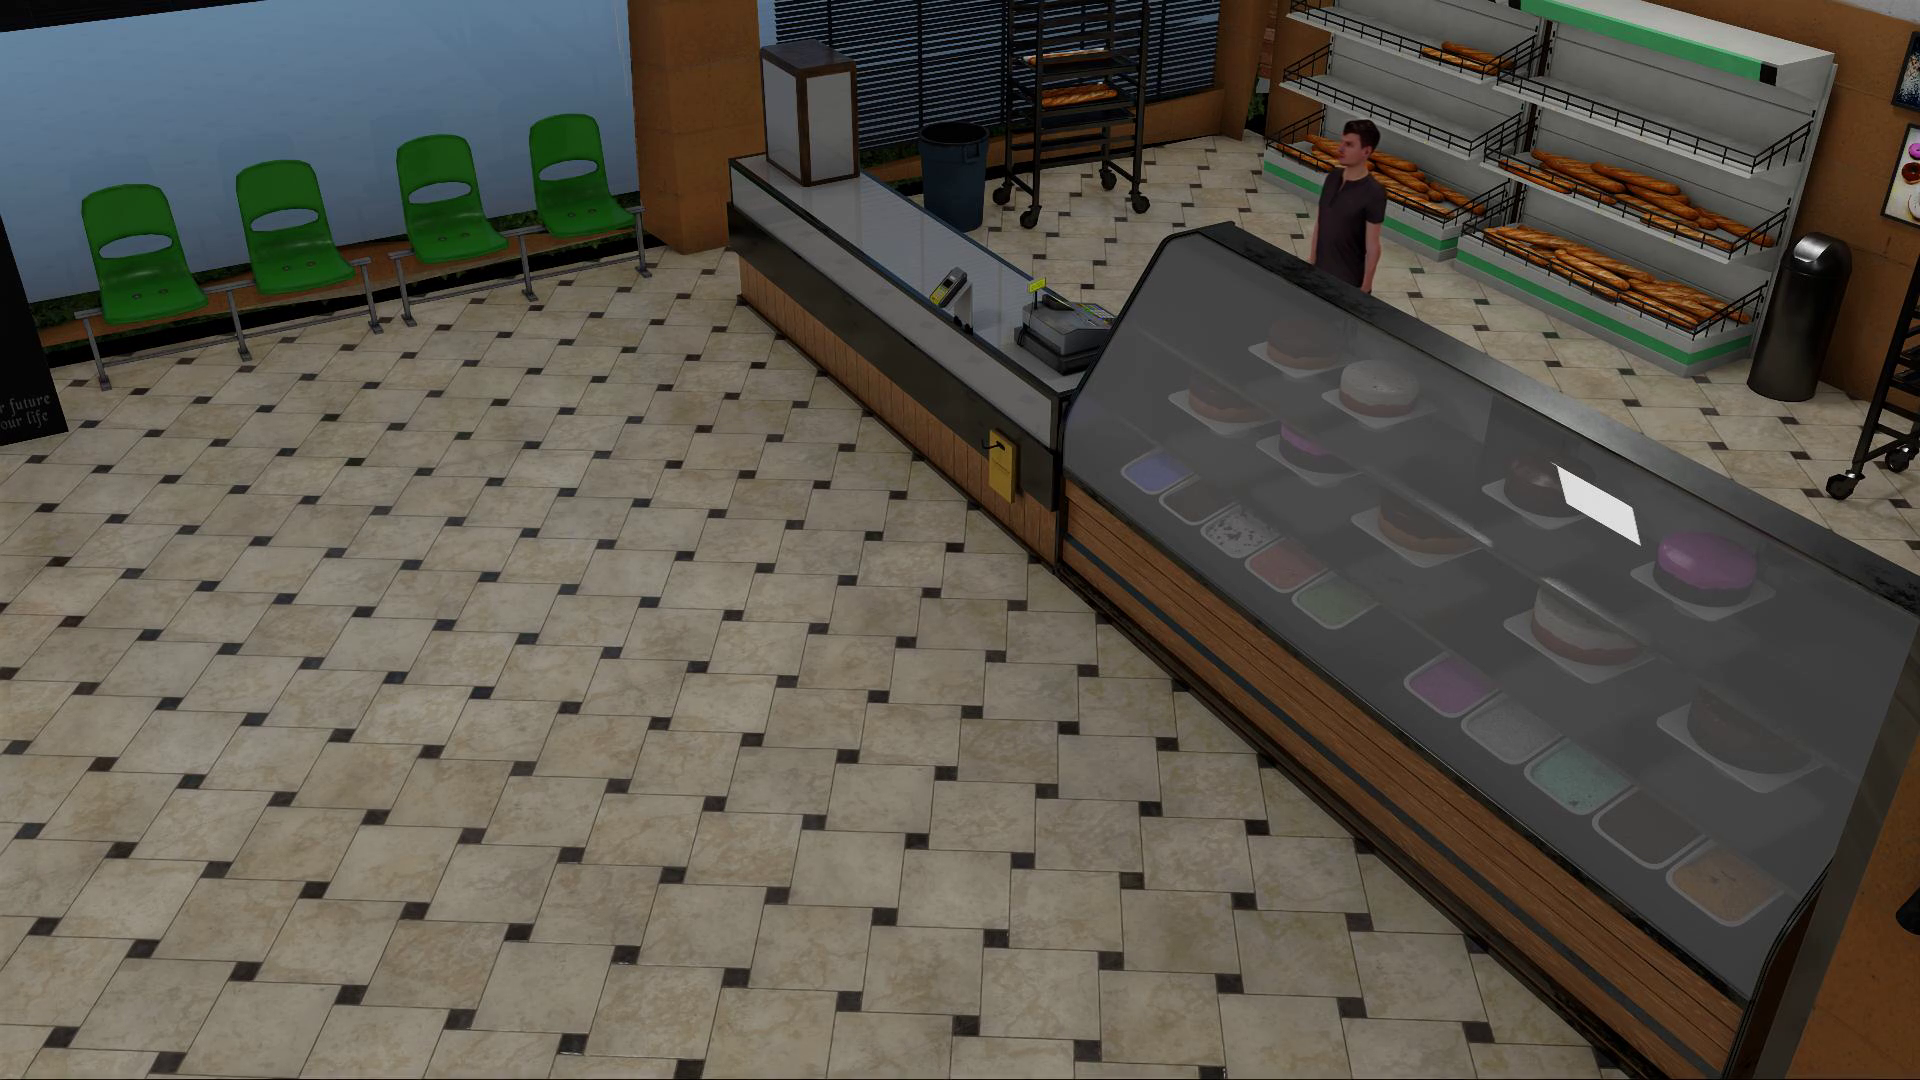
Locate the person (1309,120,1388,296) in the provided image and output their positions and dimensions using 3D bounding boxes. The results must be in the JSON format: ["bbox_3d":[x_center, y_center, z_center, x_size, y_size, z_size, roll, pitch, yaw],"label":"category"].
[{"bbox_3d":[2.147,-1.452,9.326,0.545,1.853,0.647,-16,35,-24],"label":"person"}]
